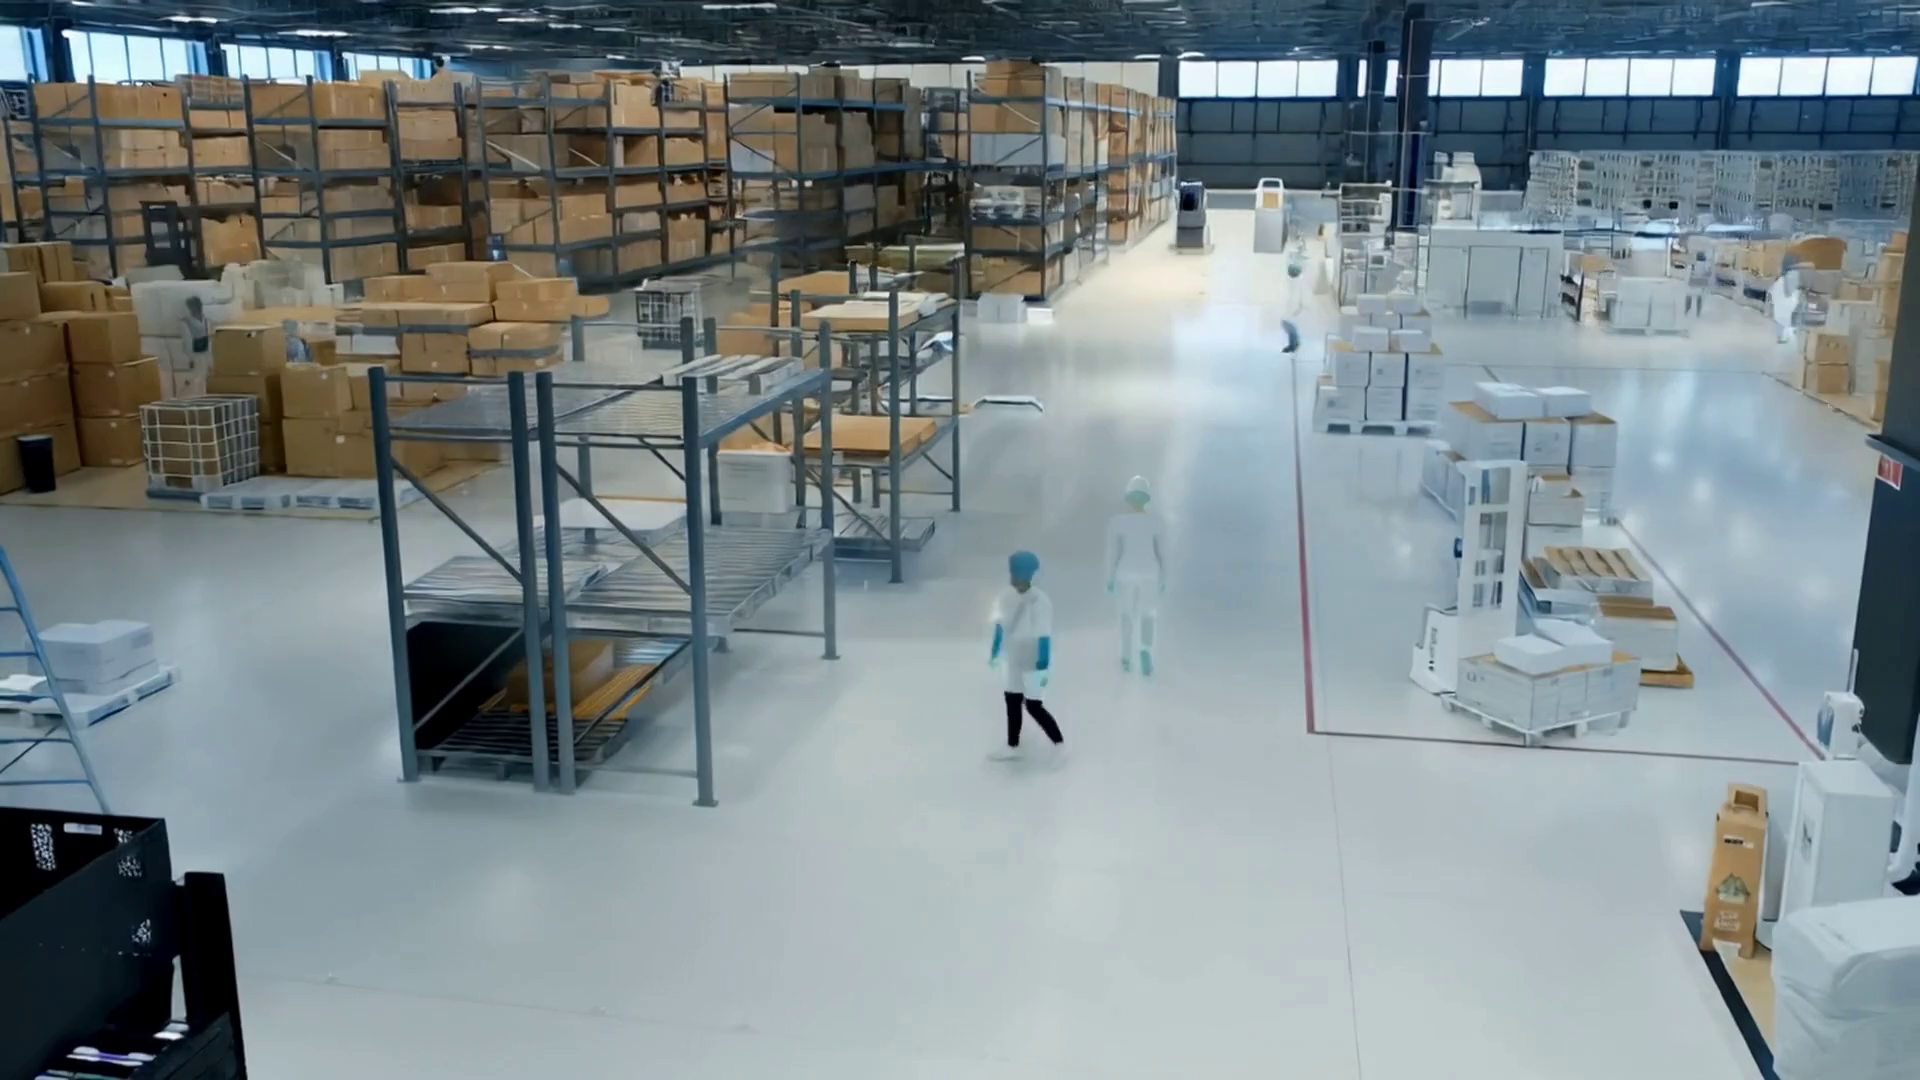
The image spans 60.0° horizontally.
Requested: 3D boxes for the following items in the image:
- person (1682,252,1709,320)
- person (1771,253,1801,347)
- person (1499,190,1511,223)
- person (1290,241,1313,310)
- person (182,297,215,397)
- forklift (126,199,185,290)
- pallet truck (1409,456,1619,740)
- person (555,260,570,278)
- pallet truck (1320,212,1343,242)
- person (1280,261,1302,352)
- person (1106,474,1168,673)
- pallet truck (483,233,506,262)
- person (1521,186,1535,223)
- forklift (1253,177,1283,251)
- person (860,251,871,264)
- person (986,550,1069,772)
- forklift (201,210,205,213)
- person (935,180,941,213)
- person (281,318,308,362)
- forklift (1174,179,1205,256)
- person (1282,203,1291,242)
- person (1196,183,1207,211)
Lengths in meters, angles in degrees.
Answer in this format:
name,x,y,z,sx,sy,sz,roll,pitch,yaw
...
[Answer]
name,x,y,z,sx,sy,sz,roll,pitch,yaw
person,18.398,-6.367,41.574,0.552,1.648,0.868,3,14,12
person,17.915,-5.215,36.106,0.539,2.000,0.684,3,14,12
person,26.051,-15.821,79.579,0.674,1.842,0.814,-3,14,-13
person,8.969,-6.975,43.782,0.594,1.798,0.912,2,14,6
person,-12.759,-3.138,27.970,0.503,1.893,0.622,2,14,10
forklift,-21.272,-7.674,44.362,1.129,2.768,1.873,3,14,10
pallet truck,4.504,0.400,13.395,0.823,1.965,1.885,-6,15,-23
person,-8.468,-4.969,35.351,0.972,1.913,0.621,1,14,5
pallet truck,15.874,-13.227,70.310,0.680,1.201,1.601,10,17,35
person,7.002,-4.919,35.146,0.404,1.922,0.578,-1,14,-3
person,1.508,0.315,14.258,0.528,1.756,0.483,1,14,4
pallet truck,-11.832,-7.026,43.548,1.885,1.965,0.823,8,16,28
person,27.658,-16.228,80.973,0.930,1.956,0.637,-2,14,-9
forklift,12.083,-12.747,64.956,1.129,2.768,1.873,3,14,10
person,-2.461,-6.793,43.323,0.839,1.632,0.540,7,15,25
person,0.498,0.858,12.200,0.451,1.686,0.646,-9,16,-31
forklift,-25.099,-10.513,55.887,1.873,2.768,1.129,0,14,2
person,-1.348,-19.226,93.299,0.478,1.892,0.665,2,14,8
person,-10.115,-2.460,25.325,0.346,1.844,0.505,4,14,16
forklift,8.683,-12.160,62.575,1.129,2.768,1.873,3,14,10
person,13.770,-13.446,70.361,0.501,1.633,0.280,-3,14,-13
person,12.888,-18.185,89.038,0.647,1.901,0.938,-5,15,-19
